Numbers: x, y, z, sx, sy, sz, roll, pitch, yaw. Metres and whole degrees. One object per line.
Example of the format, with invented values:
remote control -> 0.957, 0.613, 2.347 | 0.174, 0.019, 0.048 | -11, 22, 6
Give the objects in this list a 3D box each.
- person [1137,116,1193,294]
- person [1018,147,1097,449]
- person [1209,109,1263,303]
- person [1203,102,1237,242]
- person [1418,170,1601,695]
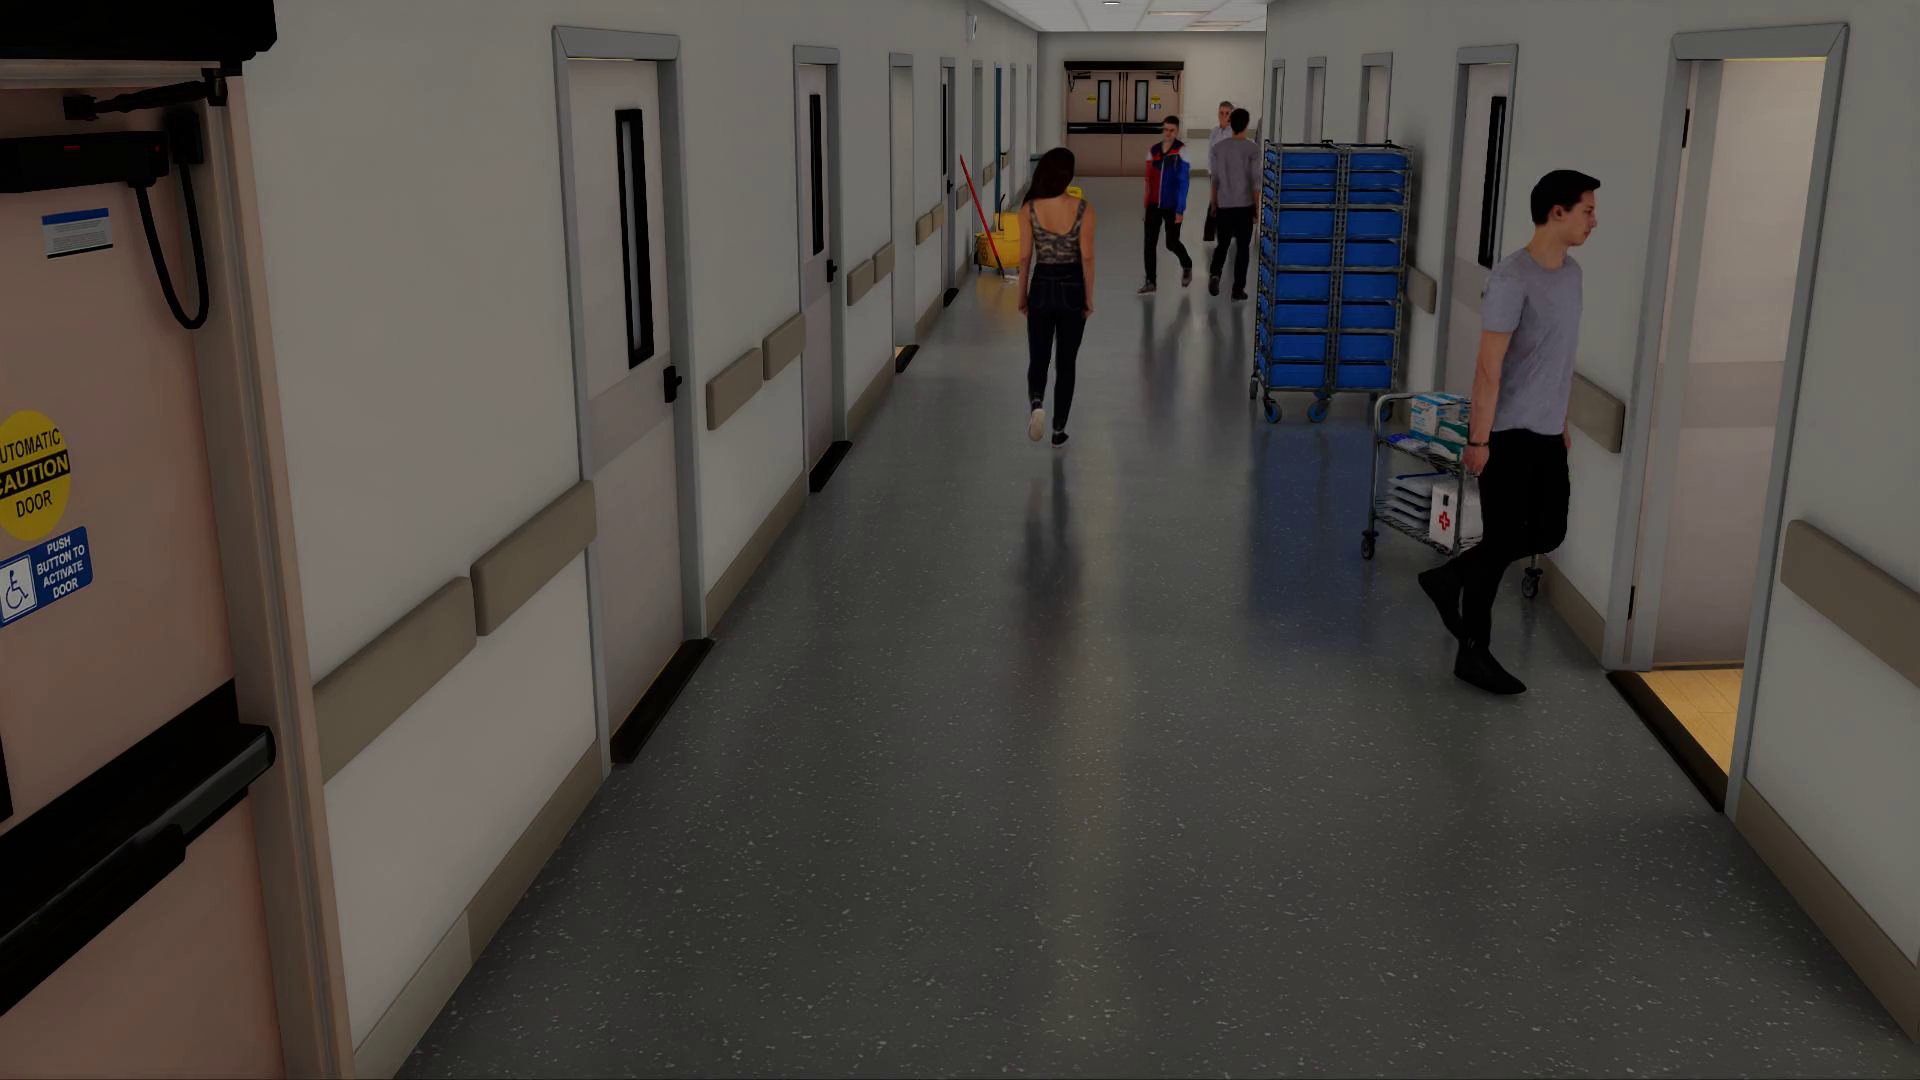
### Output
person -> 2.114, -3.363, 16.760 | 0.929, 1.738, 1.075 | 11, 19, 35
person -> 0.557, -1.360, 9.626 | 0.660, 1.753, 0.962 | 3, 16, 10
person -> 2.611, -3.204, 16.033 | 0.831, 1.826, 0.902 | 9, 18, 30
person -> 3.524, -4.806, 21.817 | 0.970, 1.772, 1.285 | 9, 18, 29
person -> 1.975, -0.401, 6.054 | 0.969, 1.846, 1.029 | -11, 19, -35
